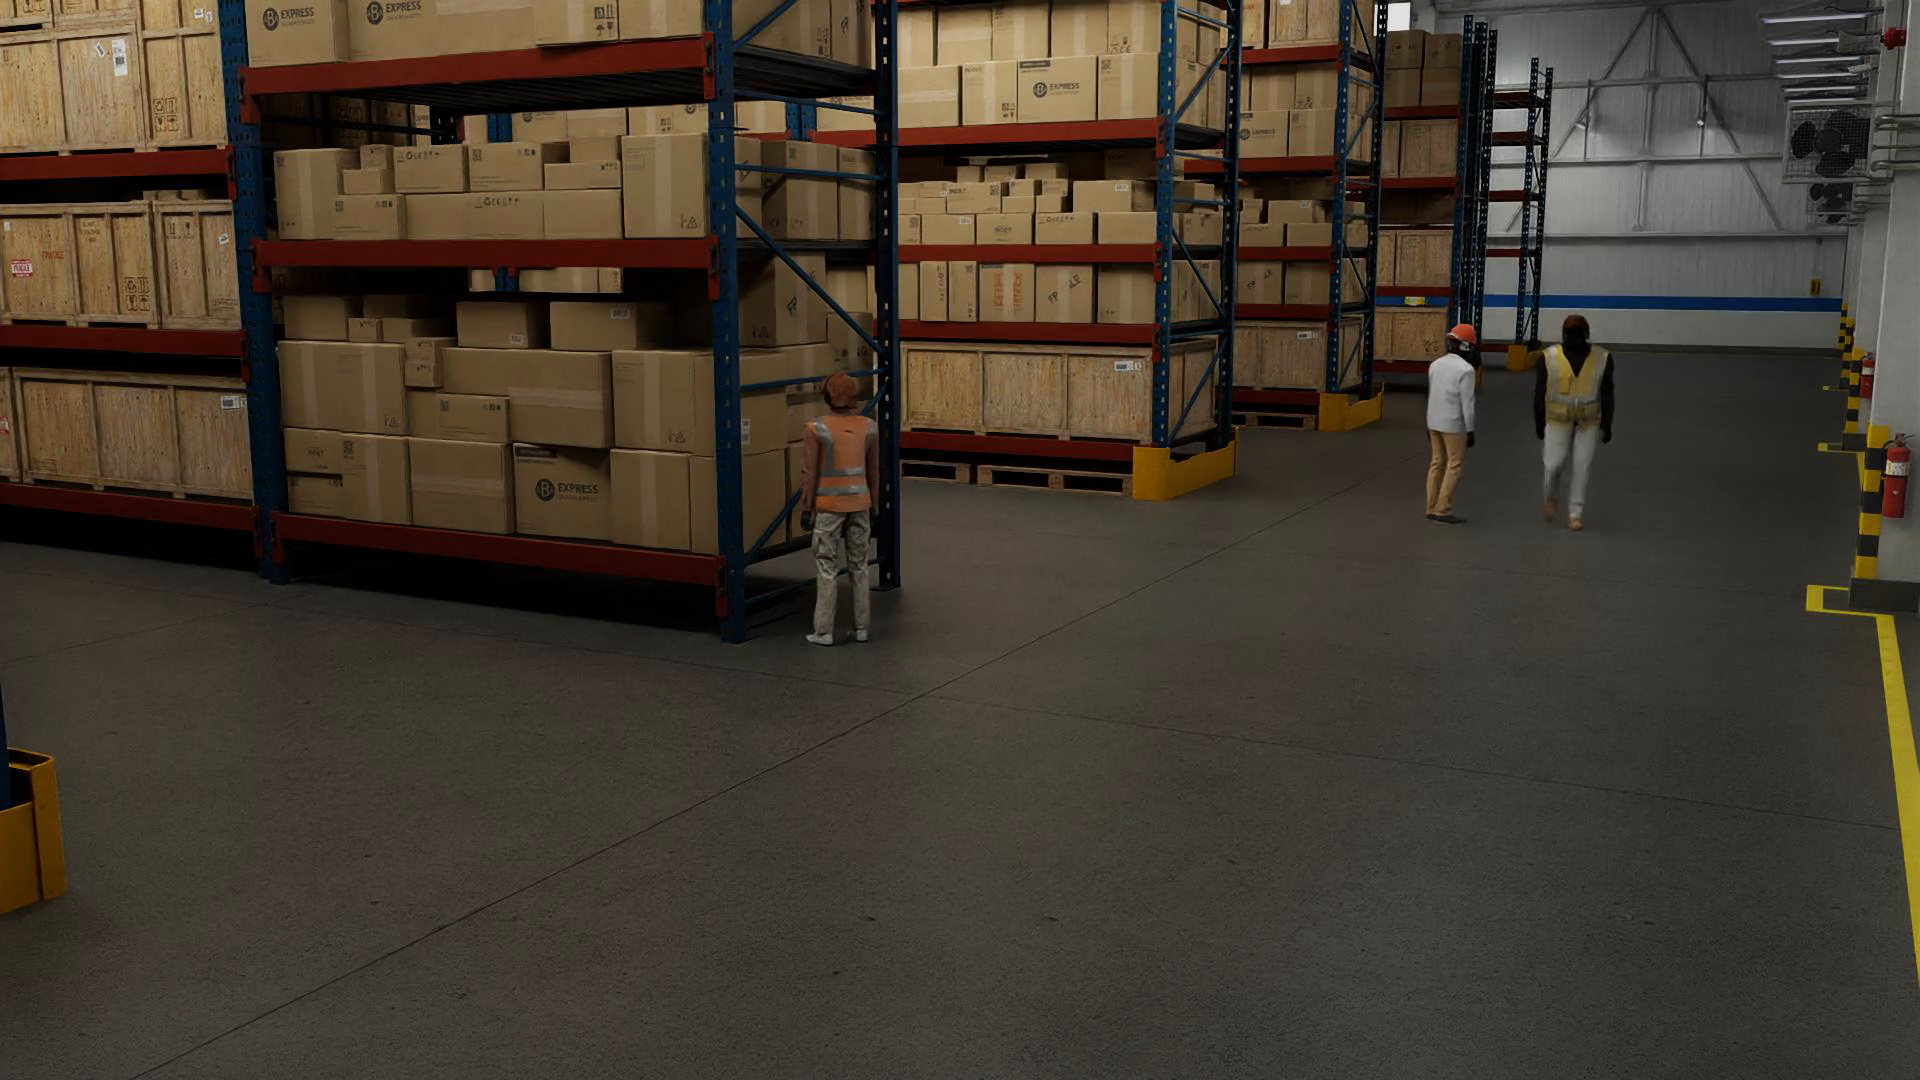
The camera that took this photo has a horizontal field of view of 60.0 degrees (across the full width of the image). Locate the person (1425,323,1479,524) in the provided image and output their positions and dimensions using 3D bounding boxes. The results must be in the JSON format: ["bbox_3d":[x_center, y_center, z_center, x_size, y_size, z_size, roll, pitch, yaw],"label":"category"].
[{"bbox_3d":[4.271,-1.006,14.404,0.391,1.730,0.572,-3,10,-19],"label":"person"}]

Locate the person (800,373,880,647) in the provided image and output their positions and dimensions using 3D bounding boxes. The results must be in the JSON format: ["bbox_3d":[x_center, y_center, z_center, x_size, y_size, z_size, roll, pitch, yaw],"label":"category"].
[{"bbox_3d":[-0.702,-0.178,9.892,0.528,1.630,0.314,-6,12,-32],"label":"person"}]

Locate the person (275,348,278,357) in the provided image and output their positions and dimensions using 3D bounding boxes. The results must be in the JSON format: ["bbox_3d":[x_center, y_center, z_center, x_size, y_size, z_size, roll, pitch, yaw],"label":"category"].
[{"bbox_3d":[-8.049,-1.988,19.526,0.387,1.930,0.541,-3,10,-17],"label":"person"}]

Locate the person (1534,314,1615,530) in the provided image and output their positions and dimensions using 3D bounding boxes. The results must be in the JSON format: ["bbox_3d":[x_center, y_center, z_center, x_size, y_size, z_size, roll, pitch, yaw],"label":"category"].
[{"bbox_3d":[5.183,-0.993,14.054,0.630,1.824,0.436,2,10,14],"label":"person"}]
